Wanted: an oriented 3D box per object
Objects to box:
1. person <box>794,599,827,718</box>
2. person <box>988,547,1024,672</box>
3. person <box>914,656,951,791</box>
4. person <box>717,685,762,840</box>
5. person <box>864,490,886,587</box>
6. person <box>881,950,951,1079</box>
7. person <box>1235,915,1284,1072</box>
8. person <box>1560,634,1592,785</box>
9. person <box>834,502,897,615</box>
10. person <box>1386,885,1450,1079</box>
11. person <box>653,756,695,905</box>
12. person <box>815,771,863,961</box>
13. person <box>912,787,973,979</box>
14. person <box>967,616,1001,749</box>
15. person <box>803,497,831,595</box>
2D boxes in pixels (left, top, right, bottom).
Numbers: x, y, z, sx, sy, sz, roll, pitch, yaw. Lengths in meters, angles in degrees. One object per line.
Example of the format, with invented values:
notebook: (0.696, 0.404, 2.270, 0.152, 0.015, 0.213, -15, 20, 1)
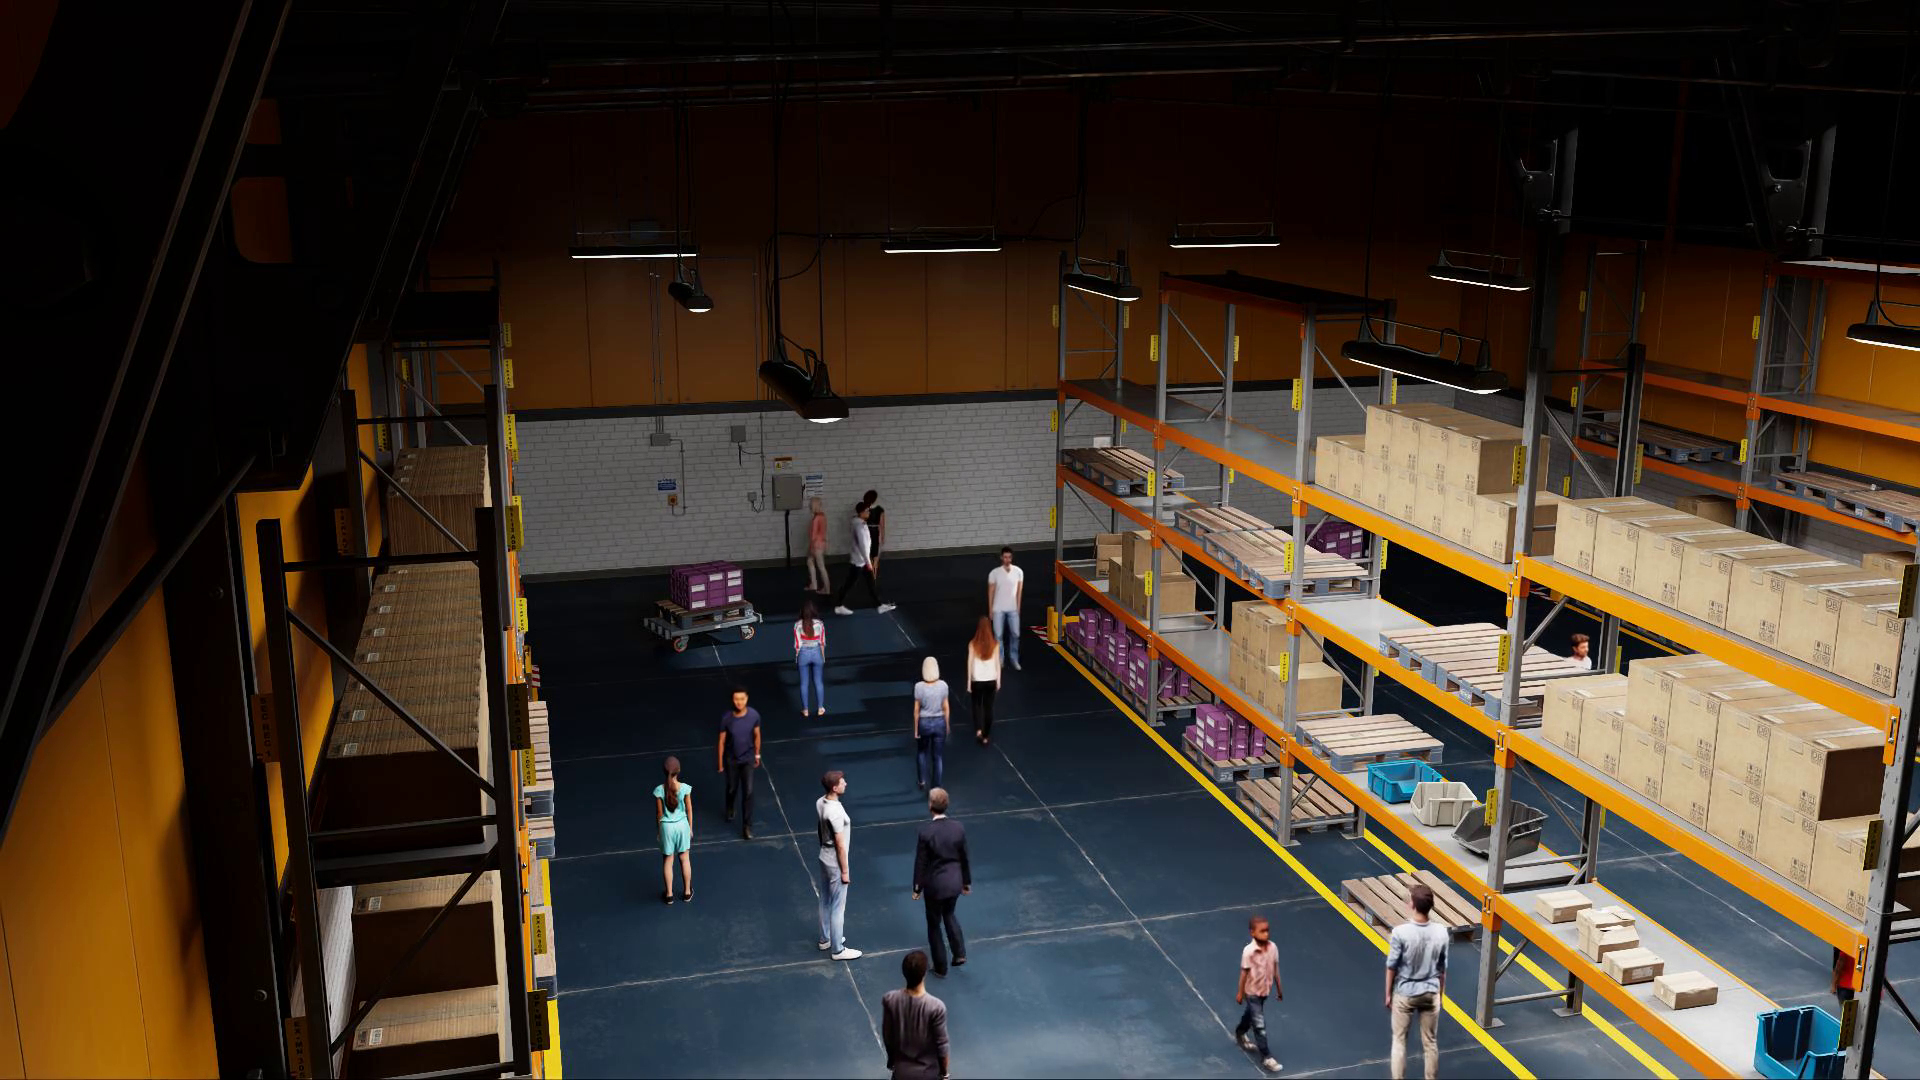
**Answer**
person: (-2.025, 1.580, 22.464, 0.603, 1.613, 0.533, -2, 14, -8)
person: (0.647, 0.981, 24.441, 0.750, 1.847, 0.768, -1, 14, -2)
person: (-0.320, 2.235, 19.565, 0.682, 1.706, 0.811, 0, 14, -2)
person: (-2.477, 2.427, 18.640, 0.671, 1.766, 1.000, -4, 14, -17)
person: (-1.504, 0.040, 28.468, 0.699, 1.781, 0.808, -2, 14, -7)
person: (-0.339, 3.917, 12.301, 0.853, 1.855, 0.906, 4, 14, 16)
person: (2.488, 3.780, 14.096, 0.666, 1.277, 0.938, -8, 16, -28)
person: (7.351, 2.016, 20.091, 0.765, 1.883, 0.761, -9, 16, -31)
person: (-1.722, 0.342, 27.027, 1.028, 1.873, 1.273, 1, 14, 3)
person: (3.665, 3.659, 13.384, 0.686, 1.845, 0.608, -1, 14, -2)
person: (-2.912, 2.943, 16.953, 0.543, 1.558, 0.536, -3, 14, -13)
person: (-1.206, 3.068, 15.813, 0.748, 1.851, 0.551, -7, 15, -27)
person: (-0.133, 3.203, 15.372, 0.791, 1.798, 0.802, -8, 16, -31)
person: (0.311, 1.837, 21.200, 0.647, 1.709, 0.649, 0, 14, 1)
person: (-2.334, 0.105, 28.352, 0.813, 1.709, 0.772, 1, 14, 6)
